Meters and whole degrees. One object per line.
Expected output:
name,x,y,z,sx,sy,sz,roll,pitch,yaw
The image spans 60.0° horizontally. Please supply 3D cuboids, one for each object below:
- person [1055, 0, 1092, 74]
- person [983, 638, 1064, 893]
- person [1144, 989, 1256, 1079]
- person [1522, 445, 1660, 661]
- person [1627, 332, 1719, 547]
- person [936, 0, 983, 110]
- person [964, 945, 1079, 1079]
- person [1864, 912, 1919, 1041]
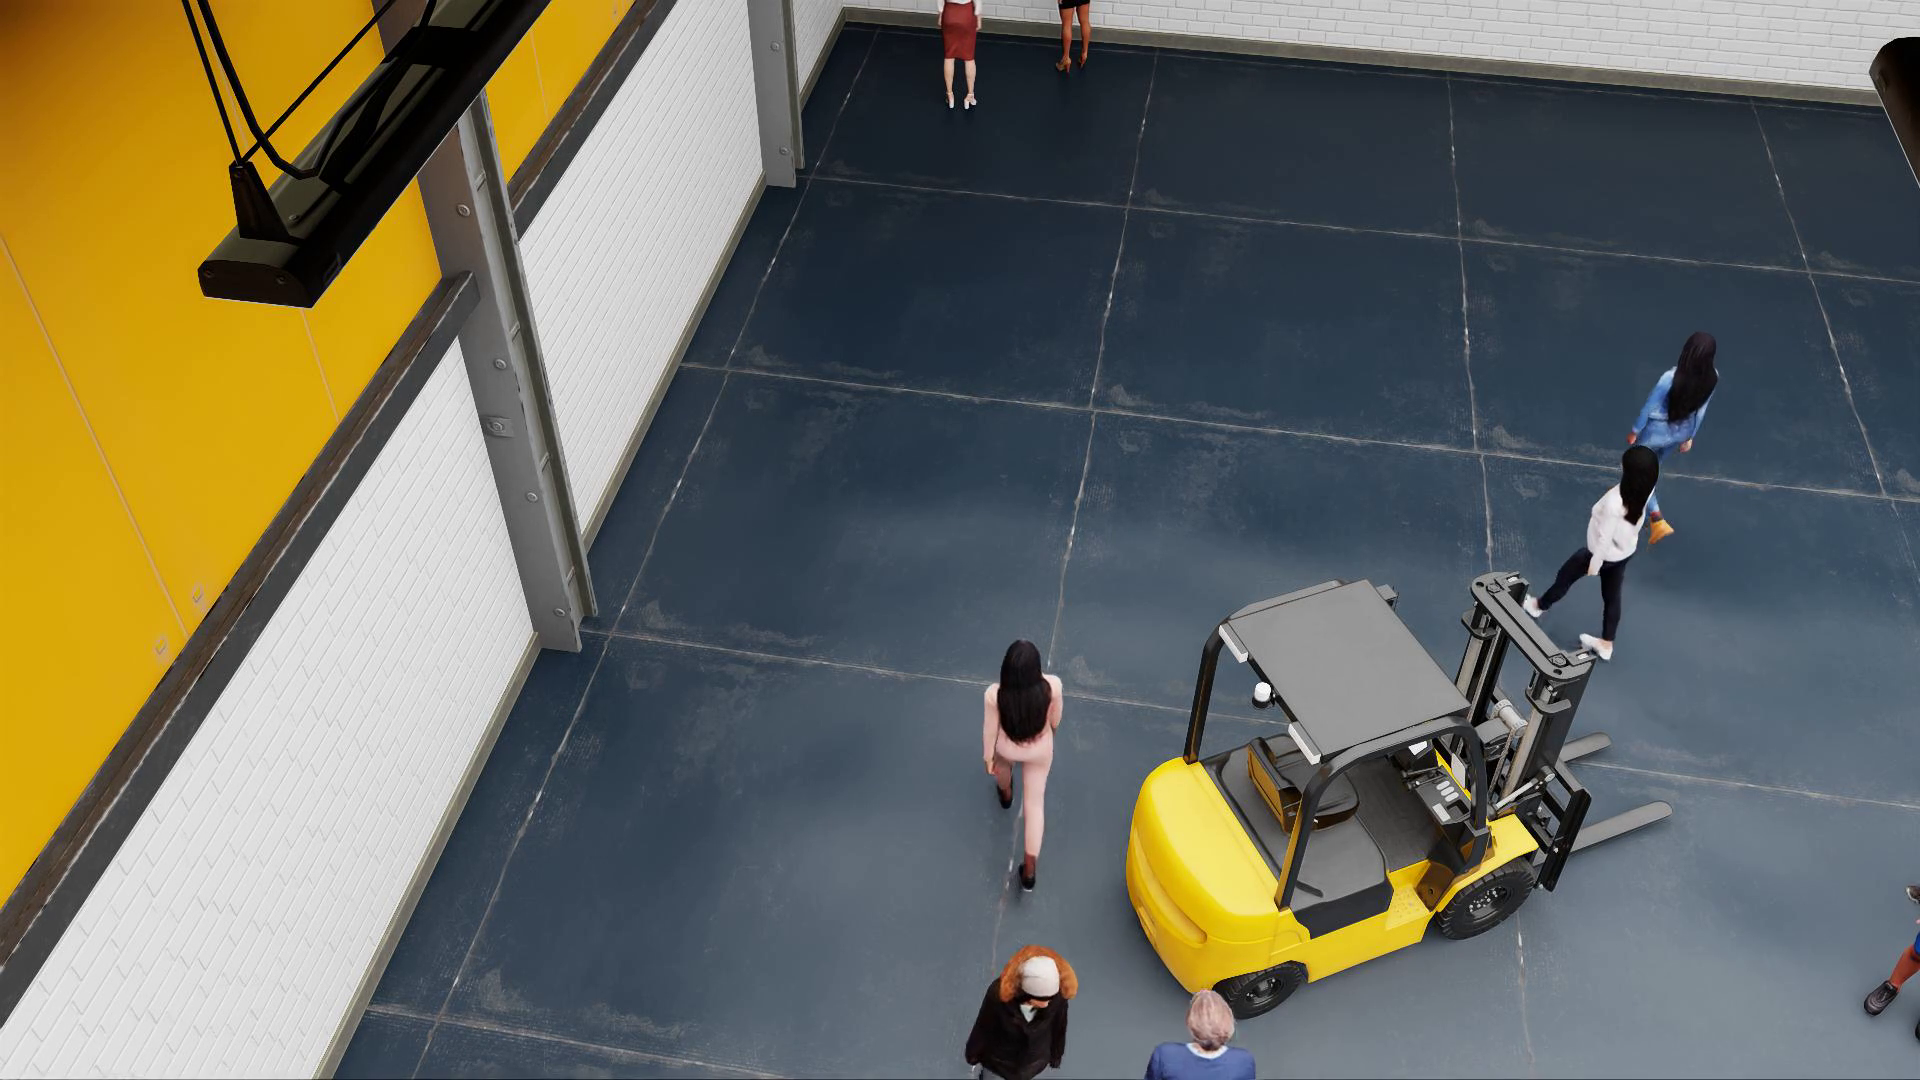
person,1.162,-5.501,16.714,0.706,1.640,0.765,-20,47,-20
person,0.380,1.280,9.568,0.803,1.679,1.232,-2,44,-2
person,1.083,2.866,7.812,0.672,1.804,1.131,6,44,6
person,4.276,0.126,10.790,1.036,1.664,1.076,-28,50,-26
person,4.958,-0.669,11.604,0.841,1.693,1.032,-9,44,-10
person,-0.008,-5.018,16.125,0.600,1.752,0.511,9,44,9
person,0.276,2.469,8.365,0.805,1.616,0.822,-2,44,-2
person,5.329,1.990,8.736,0.705,1.799,0.731,30,51,28
